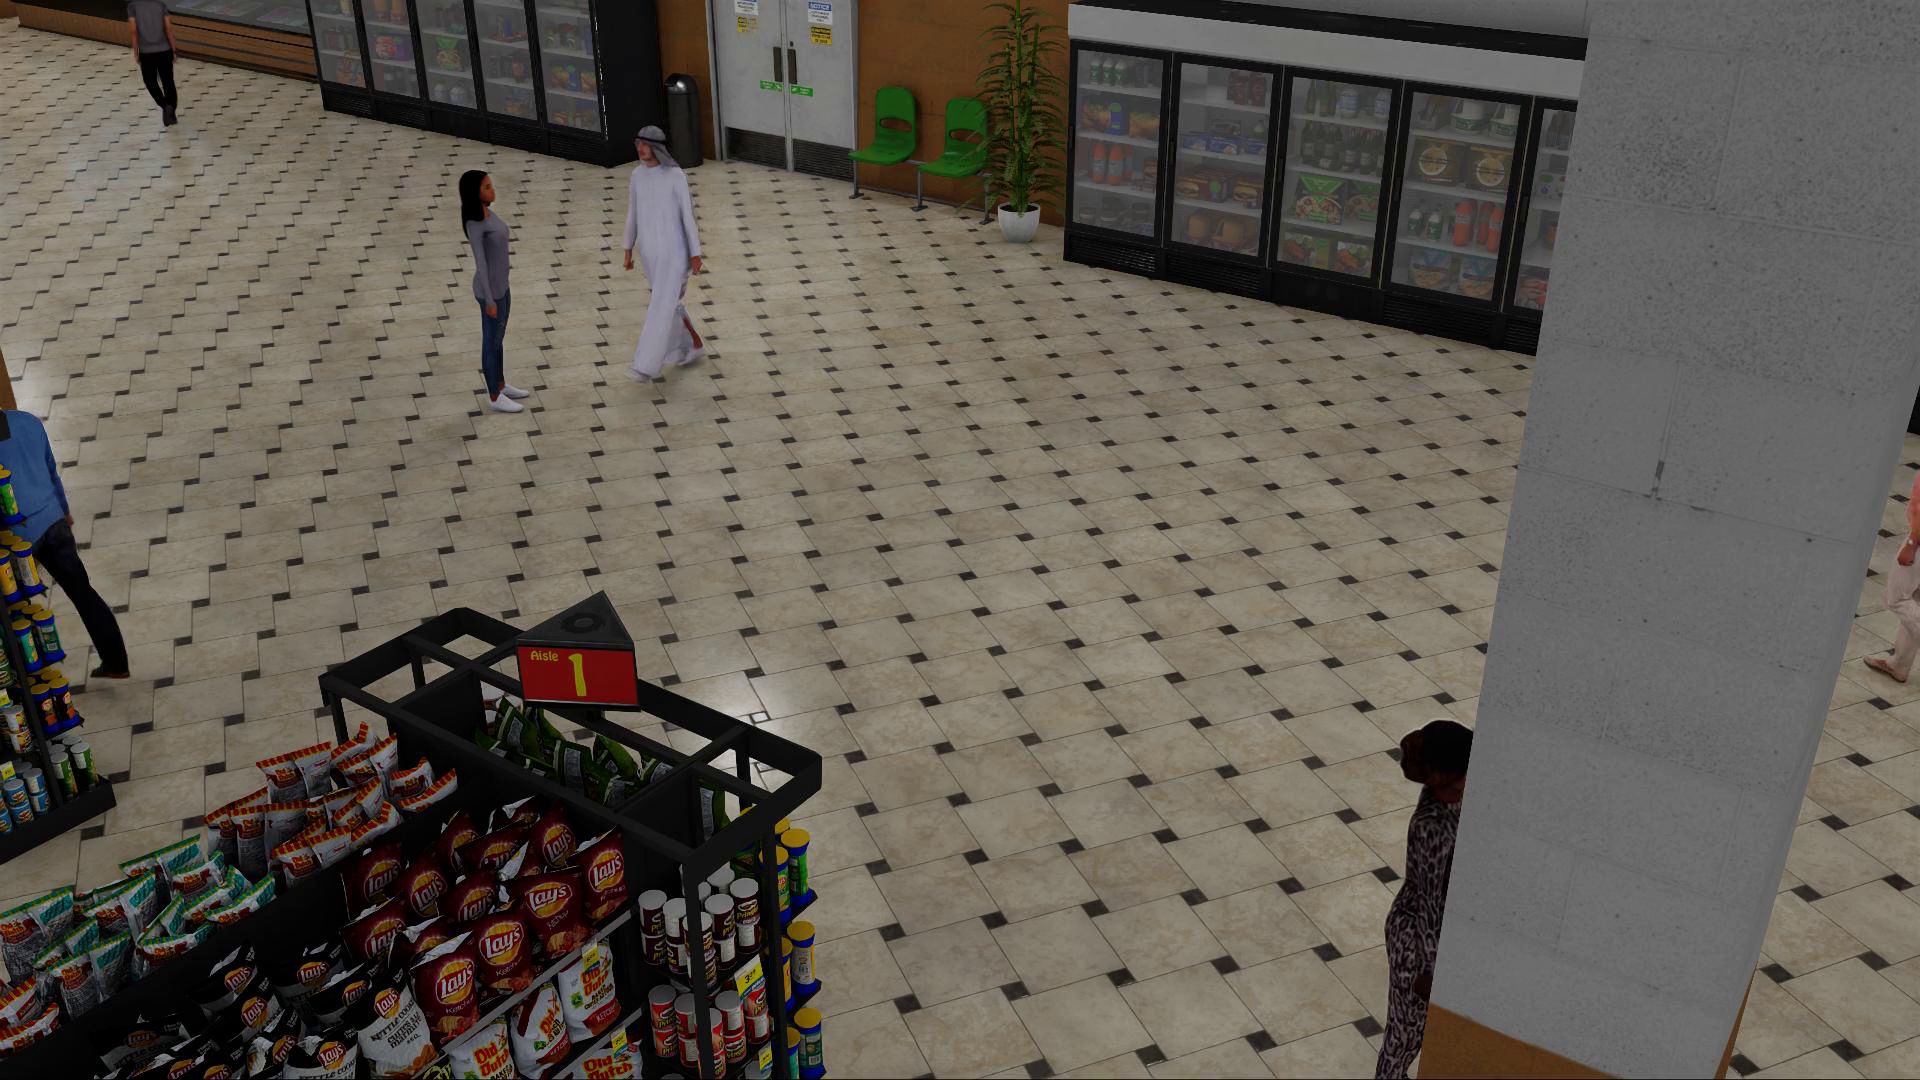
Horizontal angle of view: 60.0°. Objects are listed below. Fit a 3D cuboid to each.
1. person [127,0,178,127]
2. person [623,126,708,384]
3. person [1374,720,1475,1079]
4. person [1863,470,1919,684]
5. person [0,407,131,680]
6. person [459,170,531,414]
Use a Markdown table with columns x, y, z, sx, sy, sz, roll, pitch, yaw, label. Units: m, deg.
| x | y | z | sx | sy | sz | roll | pitch | yaw | label |
| --- | --- | --- | --- | --- | --- | --- | --- | --- | --- |
| -9.600 | -5.809 | 19.860 | 0.957 | 1.735 | 0.864 | -19 | 32 | -32 | person |
| -2.156 | -2.153 | 12.490 | 0.741 | 1.880 | 1.212 | 16 | 31 | 29 | person |
| 1.604 | 1.361 | 5.744 | 0.674 | 1.714 | 0.554 | 12 | 29 | 22 | person |
| 4.999 | 0.026 | 8.380 | 0.857 | 1.710 | 0.853 | -15 | 30 | -26 | person |
| -4.654 | -0.031 | 8.437 | 0.897 | 1.760 | 1.197 | 12 | 29 | 22 | person |
| -3.375 | -1.791 | 11.936 | 0.746 | 1.736 | 0.659 | -1 | 27 | -2 | person |
